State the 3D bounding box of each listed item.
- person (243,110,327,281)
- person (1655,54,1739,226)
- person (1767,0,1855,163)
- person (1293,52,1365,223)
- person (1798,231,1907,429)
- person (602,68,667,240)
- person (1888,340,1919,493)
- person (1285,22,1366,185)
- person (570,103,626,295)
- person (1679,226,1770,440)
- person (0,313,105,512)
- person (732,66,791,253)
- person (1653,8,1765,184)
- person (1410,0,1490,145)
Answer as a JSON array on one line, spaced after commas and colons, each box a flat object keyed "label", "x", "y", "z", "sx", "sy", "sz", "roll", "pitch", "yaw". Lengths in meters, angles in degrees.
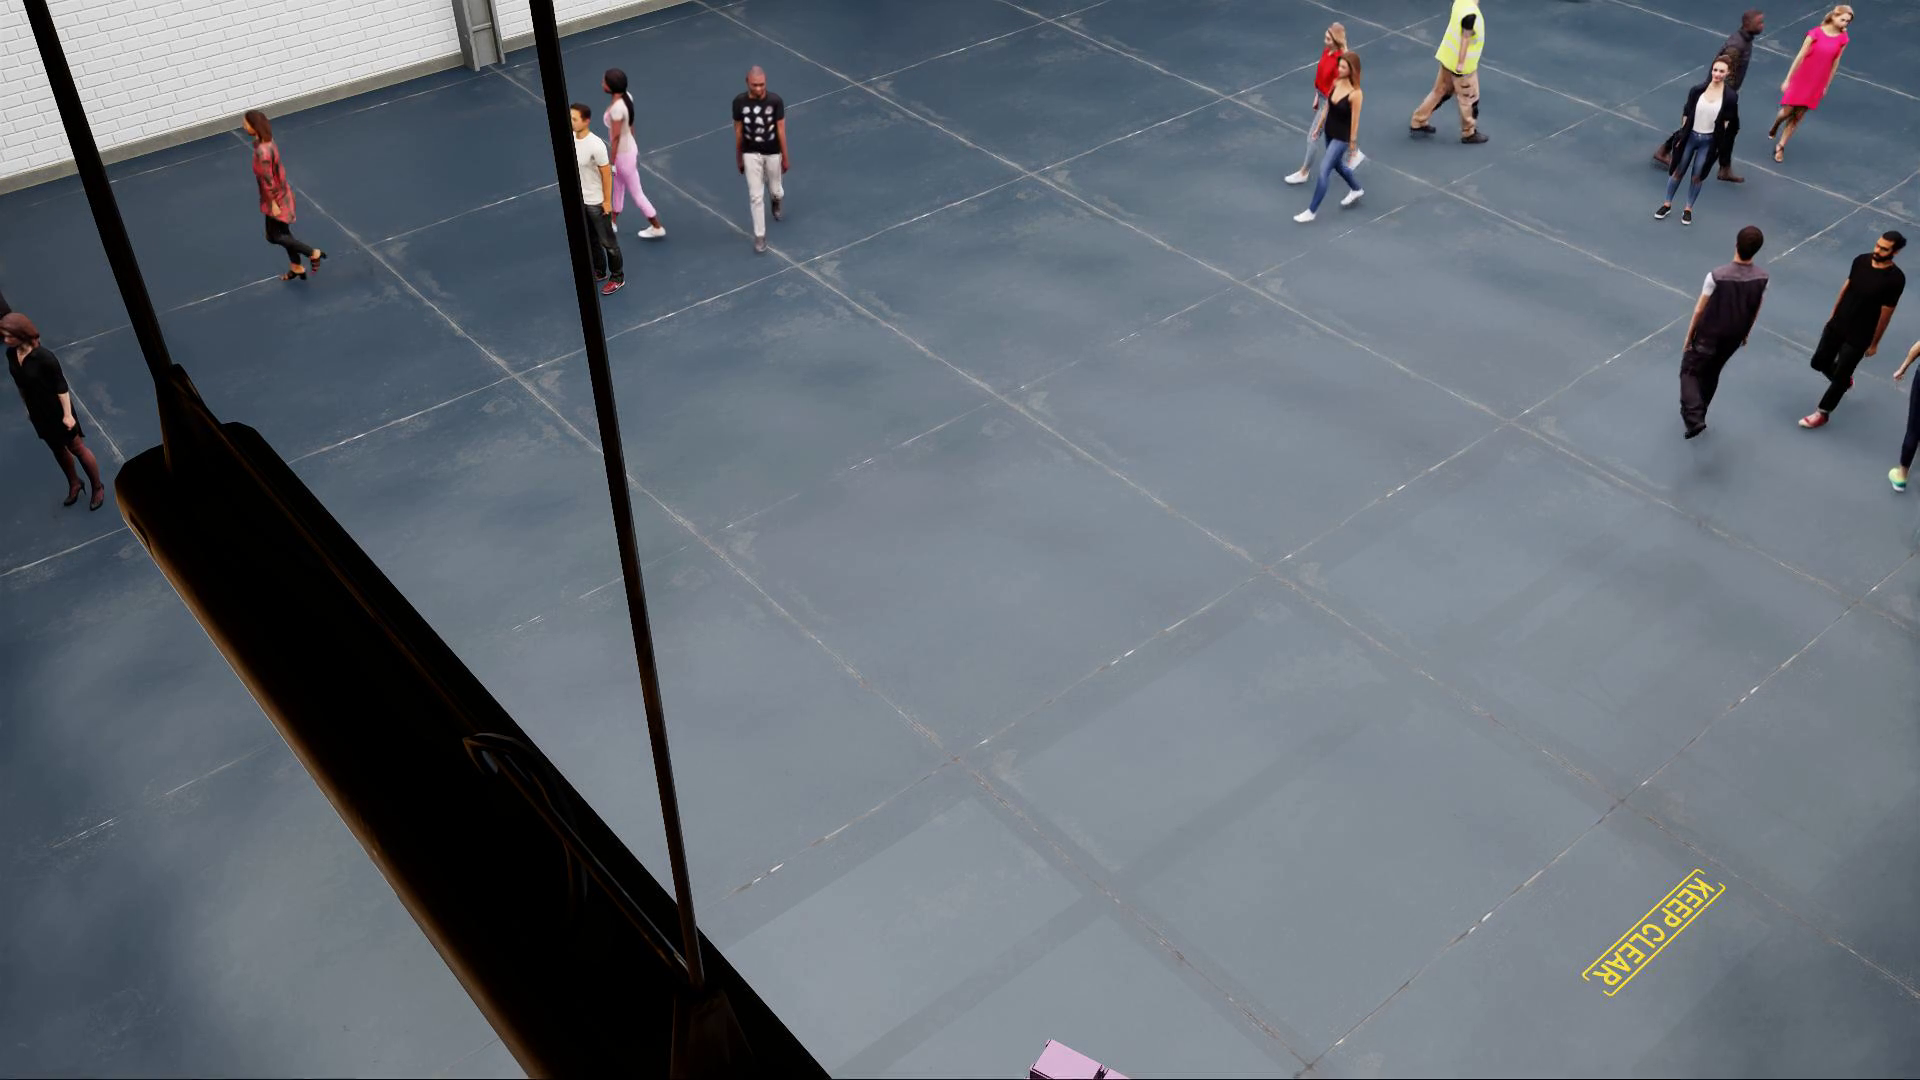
[{"label": "person", "x": -6.134, "y": -3.108, "z": 15.131, "sx": 0.799, "sy": 1.695, "sz": 0.746, "roll": -13, "pitch": 40, "yaw": -15}, {"label": "person", "x": 7.175, "y": -3.887, "z": 16.116, "sx": 0.697, "sy": 1.683, "sz": 0.672, "roll": 20, "pitch": 43, "yaw": 24}, {"label": "person", "x": 8.753, "y": -4.766, "z": 17.204, "sx": 0.854, "sy": 1.698, "sz": 0.919, "roll": 9, "pitch": 40, "yaw": 11}, {"label": "person", "x": 3.754, "y": -3.937, "z": 16.180, "sx": 1.169, "sy": 1.681, "sz": 0.835, "roll": -13, "pitch": 40, "yaw": -16}, {"label": "person", "x": 7.219, "y": -1.708, "z": 13.333, "sx": 0.902, "sy": 1.751, "sz": 0.766, "roll": -15, "pitch": 41, "yaw": -18}, {"label": "person", "x": -3.100, "y": -3.622, "z": 15.760, "sx": 1.064, "sy": 1.712, "sz": 0.981, "roll": 2, "pitch": 39, "yaw": 2}, {"label": "person", "x": 7.428, "y": -1.122, "z": 12.663, "sx": 0.957, "sy": 1.671, "sz": 1.122, "roll": 11, "pitch": 40, "yaw": 13}, {"label": "person", "x": 3.780, "y": -4.380, "z": 16.736, "sx": 1.162, "sy": 1.679, "sz": 0.972, "roll": -6, "pitch": 39, "yaw": -7}, {"label": "person", "x": -3.322, "y": -3.103, "z": 15.038, "sx": 0.693, "sy": 1.803, "sz": 0.620, "roll": 24, "pitch": 44, "yaw": 27}, {"label": "person", "x": 5.993, "y": -1.564, "z": 13.093, "sx": 0.981, "sy": 1.825, "sz": 1.039, "roll": 3, "pitch": 39, "yaw": 4}, {"label": "person", "x": -6.795, "y": -0.970, "z": 12.444, "sx": 0.659, "sy": 1.705, "sz": 0.670, "roll": 11, "pitch": 40, "yaw": 14}, {"label": "person", "x": -1.861, "y": -3.669, "z": 15.765, "sx": 1.053, "sy": 1.780, "sz": 1.062, "roll": 0, "pitch": 39, "yaw": 0}, {"label": "person", "x": 7.594, "y": -4.495, "z": 16.796, "sx": 0.890, "sy": 1.784, "sz": 1.163, "roll": 27, "pitch": 46, "yaw": 29}, {"label": "person", "x": 5.181, "y": -5.052, "z": 17.466, "sx": 1.193, "sy": 1.818, "sz": 1.071, "roll": -2, "pitch": 39, "yaw": -2}]
